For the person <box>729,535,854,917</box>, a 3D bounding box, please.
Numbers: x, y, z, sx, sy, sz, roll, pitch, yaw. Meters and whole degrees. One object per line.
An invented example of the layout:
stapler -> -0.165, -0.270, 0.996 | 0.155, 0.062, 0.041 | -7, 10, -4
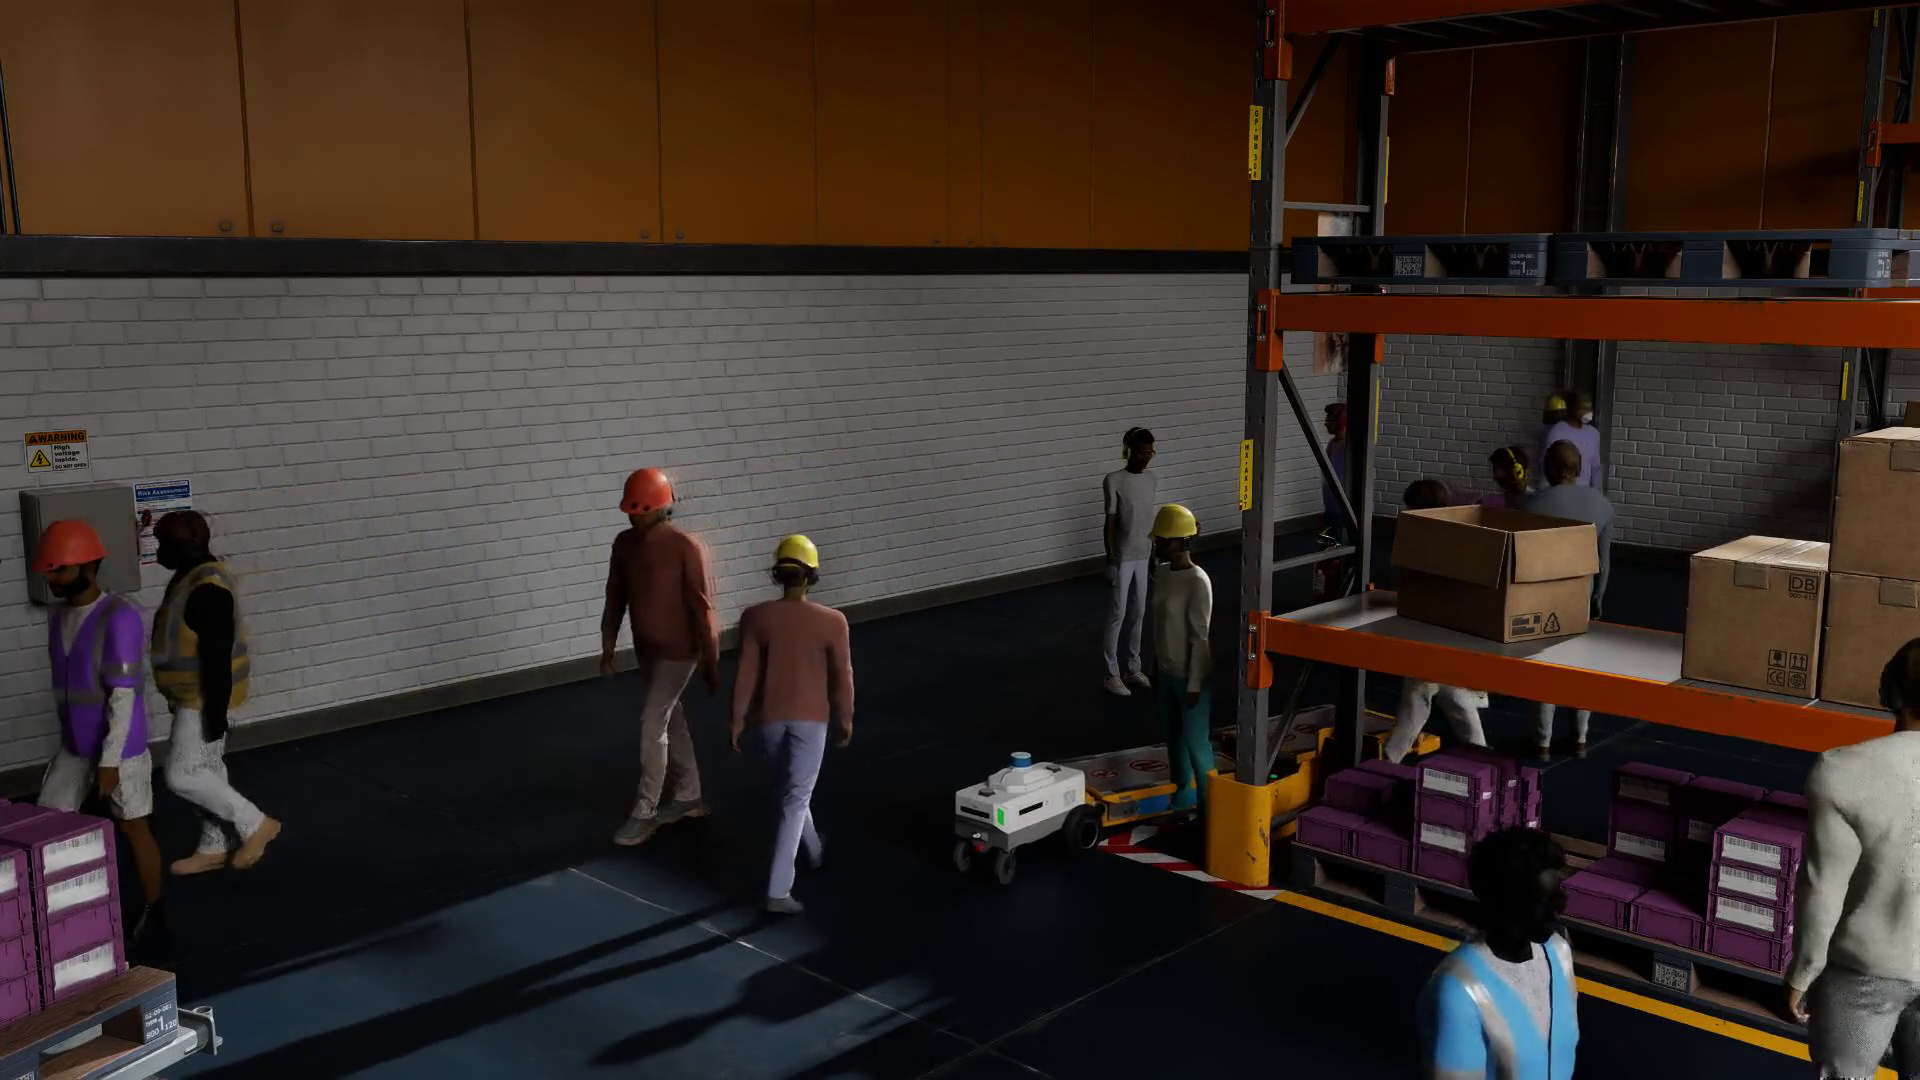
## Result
person -> -0.780, 0.841, 7.774 | 0.539, 1.704, 0.934 | 2, 9, 13

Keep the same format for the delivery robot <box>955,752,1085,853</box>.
delivery robot -> 0.300, 1.294, 8.237 | 0.477, 0.478, 0.707 | 8, 12, 41

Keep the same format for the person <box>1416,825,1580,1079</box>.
person -> 1.277, 1.477, 4.052 | 0.536, 1.654, 0.888 | -6, 11, -33

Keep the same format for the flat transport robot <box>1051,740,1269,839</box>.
flat transport robot -> 0.973, 1.340, 9.107 | 1.431, 0.197, 0.652 | -5, 11, -28

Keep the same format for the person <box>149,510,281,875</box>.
person -> -3.643, 0.748, 8.006 | 0.454, 1.822, 0.668 | -5, 10, -28

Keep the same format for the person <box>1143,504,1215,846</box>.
person -> 1.117, 0.685, 8.589 | 0.357, 1.759, 0.525 | -4, 10, -22

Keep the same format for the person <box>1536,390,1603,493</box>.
person -> 5.234, -0.317, 14.216 | 0.628, 1.921, 0.519 | -6, 11, -35

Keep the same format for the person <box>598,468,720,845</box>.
person -> -1.598, 0.587, 8.584 | 0.730, 1.938, 0.783 | 7, 12, 39

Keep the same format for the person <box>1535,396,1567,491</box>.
person -> 5.710, -0.516, 16.014 | 0.484, 1.735, 0.311 | -5, 10, -28

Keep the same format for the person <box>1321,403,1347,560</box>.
person -> 3.203, -0.227, 13.912 | 0.396, 1.841, 0.565 | -1, 9, -8

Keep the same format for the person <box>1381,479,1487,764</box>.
person -> 2.610, 0.547, 9.337 | 1.004, 1.778, 0.626 | -1, 9, -7

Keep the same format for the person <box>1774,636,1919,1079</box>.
person -> 2.683, 1.226, 4.776 | 0.658, 1.932, 0.398 | 1, 9, 3

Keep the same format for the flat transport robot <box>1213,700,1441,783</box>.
flat transport robot -> 2.158, 1.205, 9.938 | 1.431, 0.197, 0.652 | -7, 12, -36

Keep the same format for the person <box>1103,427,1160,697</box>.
person -> 1.208, 0.148, 11.577 | 0.521, 1.857, 0.328 | -8, 12, -39

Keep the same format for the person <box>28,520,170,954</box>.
person -> -3.690, 0.872, 6.983 | 0.550, 1.909, 0.735 | 4, 10, 22

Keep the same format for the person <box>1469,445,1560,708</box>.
person -> 3.788, 0.255, 11.100 | 0.946, 1.809, 0.578 | -2, 9, -11

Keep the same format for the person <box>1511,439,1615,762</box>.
person -> 3.594, 0.364, 9.994 | 0.635, 1.936, 0.355 | -2, 10, -13
